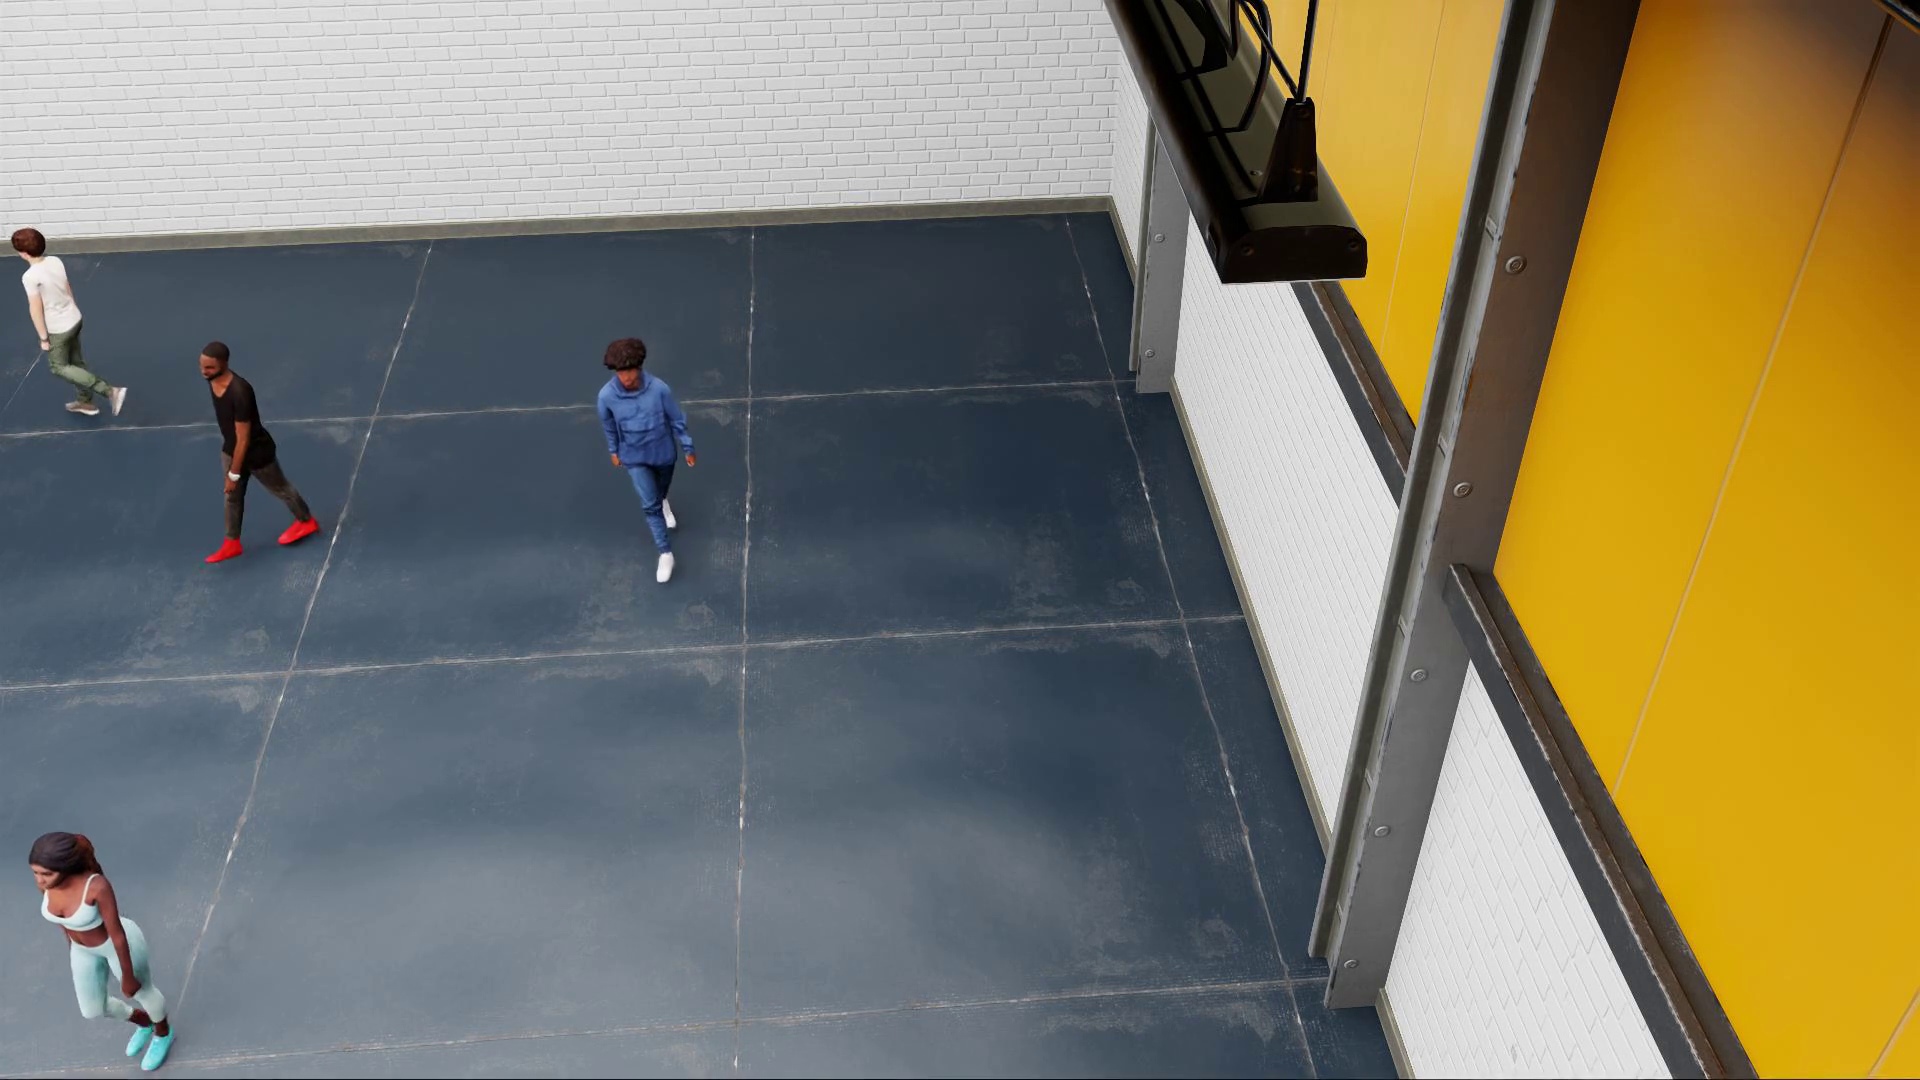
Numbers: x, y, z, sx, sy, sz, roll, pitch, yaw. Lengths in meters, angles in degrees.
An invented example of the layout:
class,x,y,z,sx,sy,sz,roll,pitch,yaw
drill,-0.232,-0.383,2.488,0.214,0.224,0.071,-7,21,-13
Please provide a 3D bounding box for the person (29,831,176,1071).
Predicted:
class,x,y,z,sx,sy,sz,roll,pitch,yaw
person,-4.181,1.980,8.260,0.667,1.717,0.671,9,40,11

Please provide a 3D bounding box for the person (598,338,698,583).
class,x,y,z,sx,sy,sz,roll,pitch,yaw
person,-2.176,-0.673,11.547,0.882,1.761,1.203,-11,40,-13

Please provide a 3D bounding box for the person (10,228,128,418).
class,x,y,z,sx,sy,sz,roll,pitch,yaw
person,-6.869,-1.634,12.845,0.785,1.642,0.900,6,39,8

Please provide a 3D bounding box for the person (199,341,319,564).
class,x,y,z,sx,sy,sz,roll,pitch,yaw
person,-4.819,-0.650,11.511,1.050,1.769,1.122,29,47,31
